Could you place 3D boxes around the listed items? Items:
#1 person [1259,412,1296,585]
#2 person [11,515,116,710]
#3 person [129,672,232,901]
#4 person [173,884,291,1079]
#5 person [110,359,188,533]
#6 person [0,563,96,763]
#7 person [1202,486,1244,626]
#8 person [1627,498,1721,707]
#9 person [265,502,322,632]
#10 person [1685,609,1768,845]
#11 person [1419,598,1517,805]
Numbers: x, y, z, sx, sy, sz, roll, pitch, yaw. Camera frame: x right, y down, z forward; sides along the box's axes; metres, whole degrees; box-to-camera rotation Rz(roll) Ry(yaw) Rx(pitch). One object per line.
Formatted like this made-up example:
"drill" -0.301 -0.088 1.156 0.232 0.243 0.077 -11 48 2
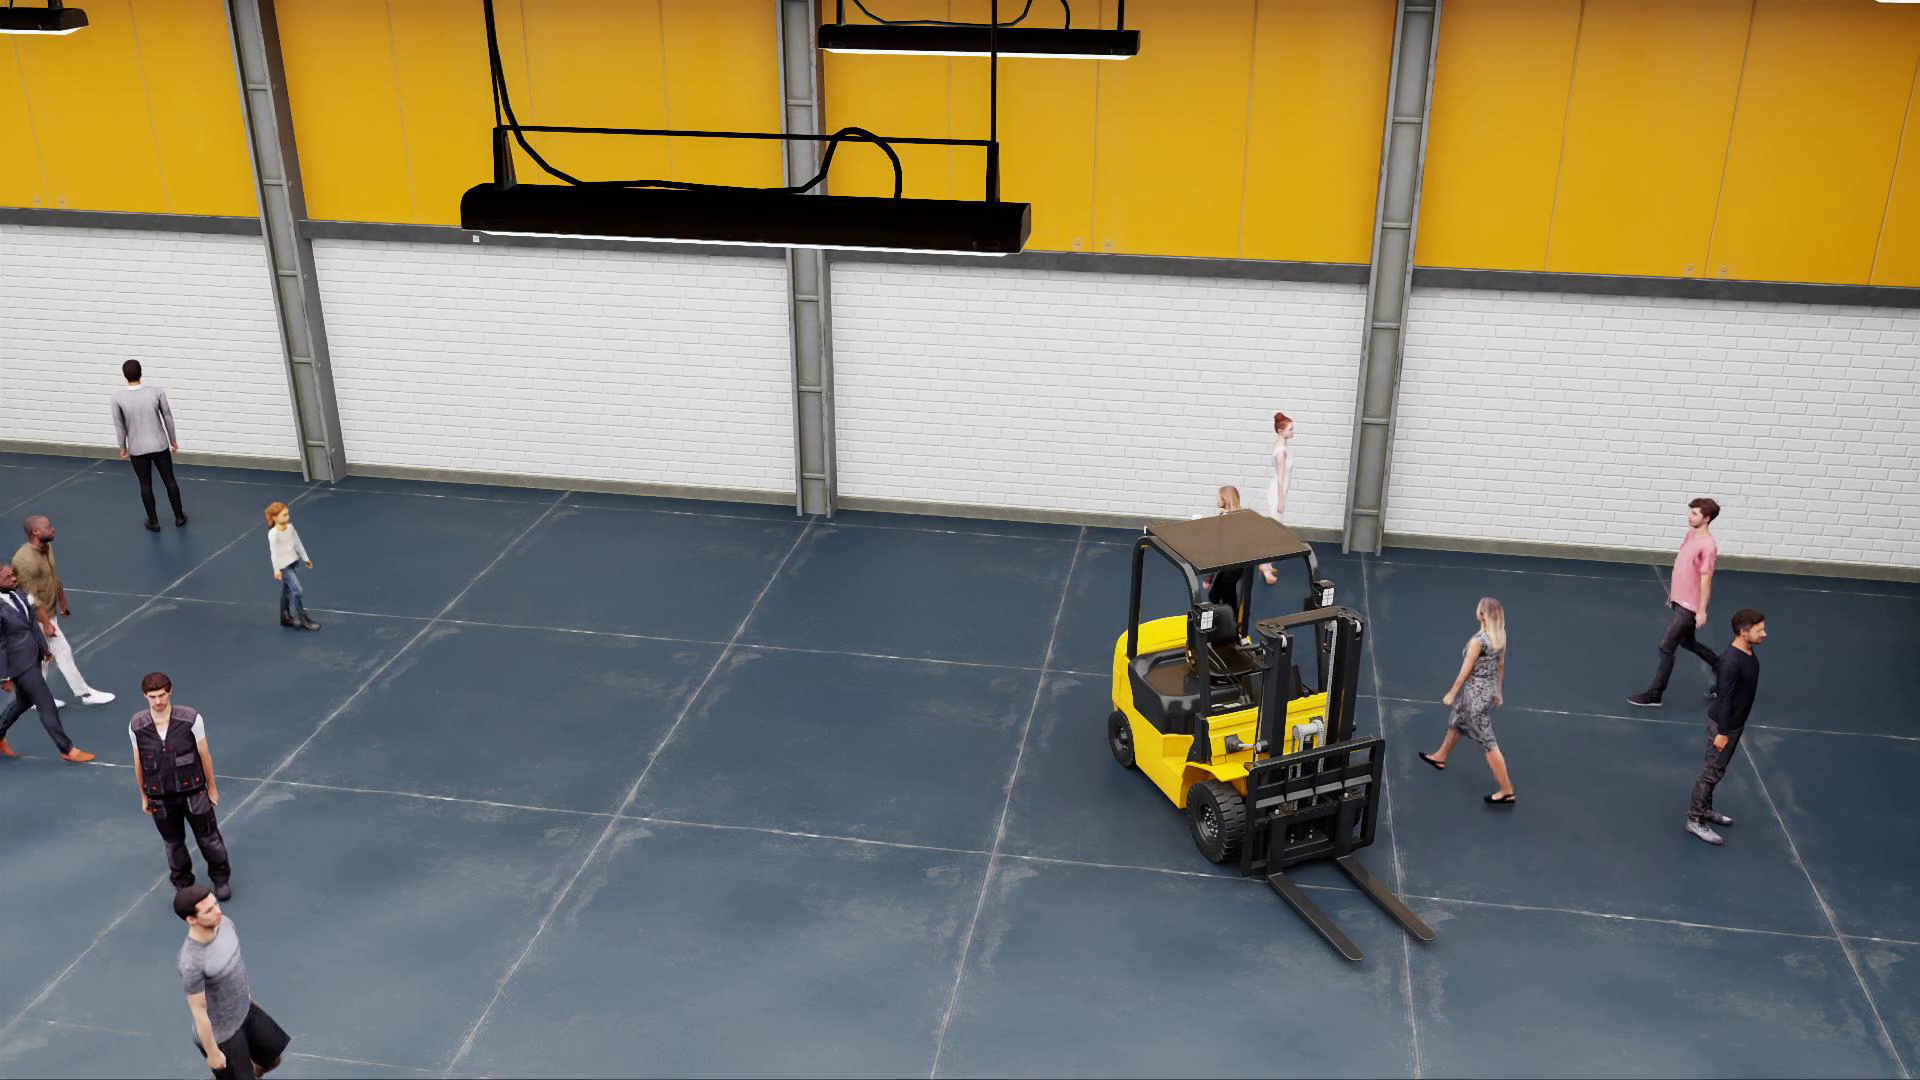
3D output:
"person" 3.194 -0.429 16.777 0.505 1.789 0.579 5 24 12
"person" -7.976 0.664 14.271 1.101 1.794 0.970 -4 24 -10
"person" -5.509 1.751 11.724 0.683 1.843 0.803 -6 24 -14
"person" -4.264 2.732 9.458 0.744 1.860 0.687 2 24 5
"person" -8.776 -1.029 17.982 0.816 1.923 0.894 -13 27 -28
"person" -7.679 1.008 13.478 1.224 1.798 0.896 -2 24 -6
"person" 2.530 0.326 15.181 0.929 1.685 0.796 13 27 27
"person" 6.386 0.558 14.347 1.227 1.927 0.776 0 24 1
"person" -6.467 0.247 15.842 0.687 1.300 0.487 4 24 9
"person" 5.788 1.369 12.564 0.693 1.870 0.716 16 28 32
"person" 4.131 1.298 12.997 1.023 1.652 1.203 -21 31 -39
